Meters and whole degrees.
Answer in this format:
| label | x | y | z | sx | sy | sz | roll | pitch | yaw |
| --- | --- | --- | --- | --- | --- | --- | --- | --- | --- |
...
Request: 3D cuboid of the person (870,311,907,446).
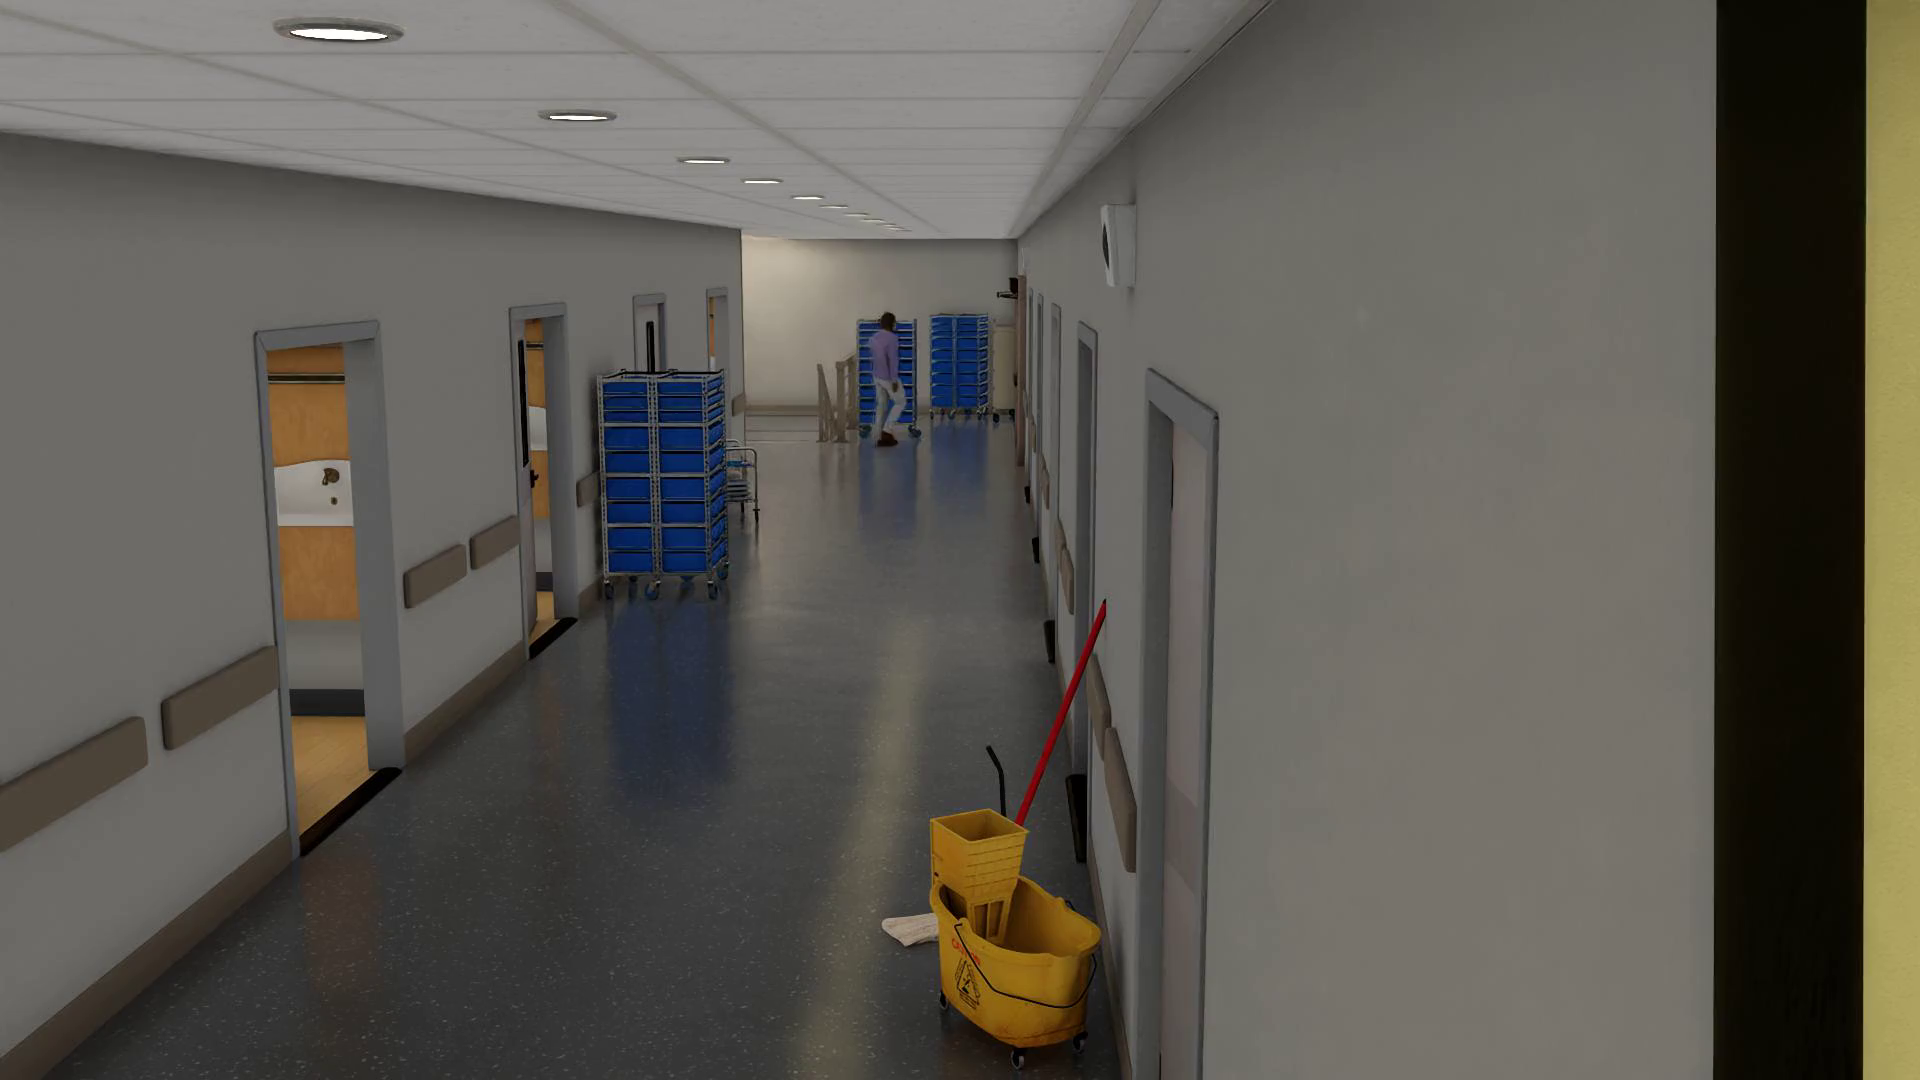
| label | x | y | z | sx | sy | sz | roll | pitch | yaw |
| --- | --- | --- | --- | --- | --- | --- | --- | --- | --- |
| person | -1.026 | -2.289 | 23.721 | 0.449 | 1.922 | 0.666 | -6 | 11 | -34 |
